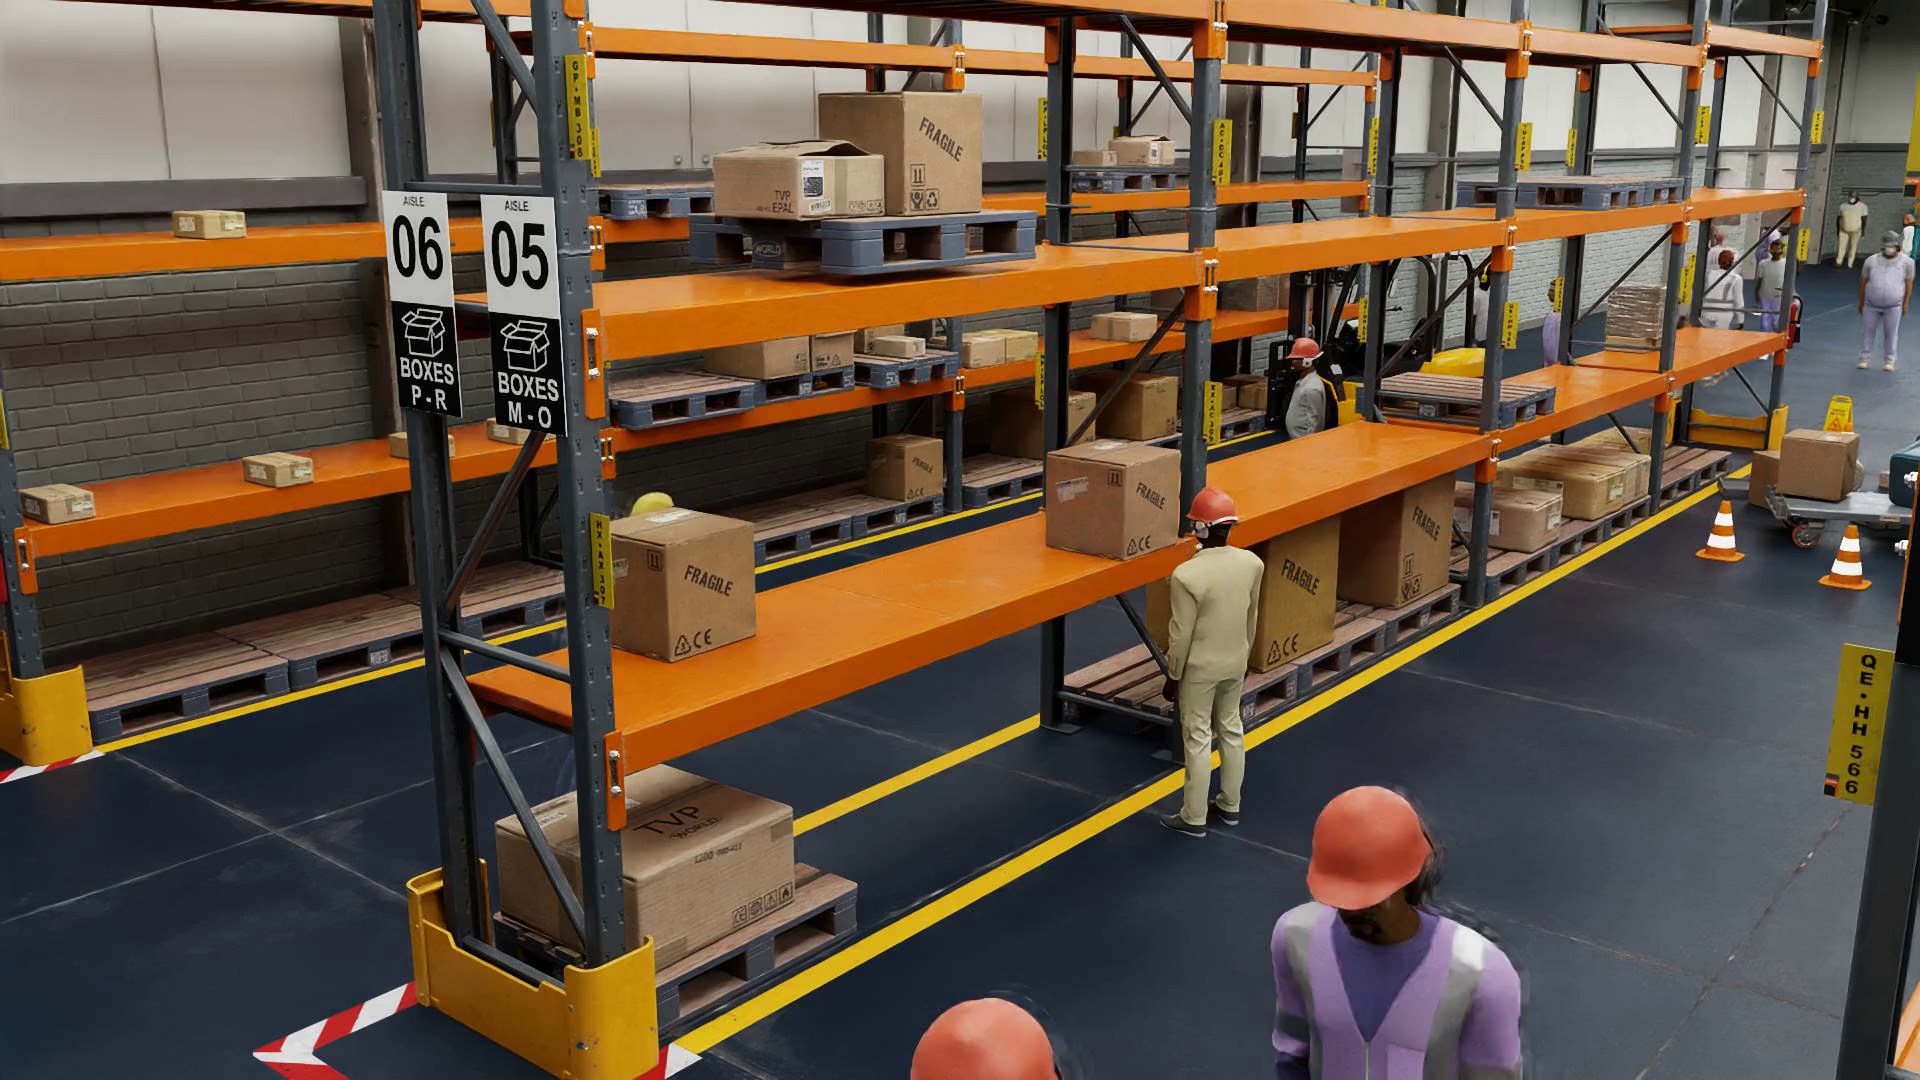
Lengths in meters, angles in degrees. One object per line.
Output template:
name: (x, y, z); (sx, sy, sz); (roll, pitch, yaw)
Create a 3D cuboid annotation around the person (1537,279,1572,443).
person: (6.662, -2.007, 18.644); (0.345, 1.846, 0.508); (-1, 14, -3)

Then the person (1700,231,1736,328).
person: (12.229, -4.078, 27.053); (0.650, 1.869, 0.833); (-3, 14, -13)

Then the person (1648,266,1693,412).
person: (8.765, -2.462, 20.510); (0.532, 1.833, 0.551); (4, 14, 16)

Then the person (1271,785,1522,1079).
person: (1.083, 1.500, 4.048); (0.669, 2.010, 0.804); (10, 17, 35)

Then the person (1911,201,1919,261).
person: (25.733, -8.380, 44.443); (0.593, 1.918, 0.391); (6, 15, 24)

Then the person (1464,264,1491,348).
person: (6.394, -2.461, 20.463); (0.329, 1.864, 0.536); (9, 17, 34)

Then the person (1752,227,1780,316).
person: (15.321, -5.227, 31.629); (0.401, 1.906, 0.650); (6, 15, 23)

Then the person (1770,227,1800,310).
person: (16.049, -5.318, 32.249); (0.929, 1.793, 0.627); (-3, 14, -14)

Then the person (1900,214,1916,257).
person: (21.171, -6.471, 37.262); (0.289, 1.632, 0.497); (13, 19, 42)

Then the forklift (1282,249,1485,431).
forklift: (4.886, -2.214, 18.767); (2.313, 2.155, 1.214); (11, 18, 38)

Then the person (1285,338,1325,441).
person: (2.890, -0.832, 14.049); (0.342, 1.748, 0.573); (1, 14, 3)

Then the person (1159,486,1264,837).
person: (1.228, 0.598, 8.226); (0.563, 1.752, 0.324); (-10, 17, -34)

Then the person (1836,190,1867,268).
person: (22.780, -7.978, 42.550); (0.692, 2.000, 1.009); (8, 16, 30)

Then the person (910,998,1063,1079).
person: (0.019, 1.744, 2.994); (0.631, 2.030, 0.458); (13, 19, 43)

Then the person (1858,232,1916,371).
person: (13.531, -3.500, 24.317); (0.697, 2.000, 0.537); (9, 16, 31)

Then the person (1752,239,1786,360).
person: (12.427, -3.683, 25.446); (0.529, 1.852, 0.446); (10, 17, 35)

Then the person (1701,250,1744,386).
person: (10.543, -3.064, 22.944); (0.870, 1.844, 0.591); (-9, 17, -34)
